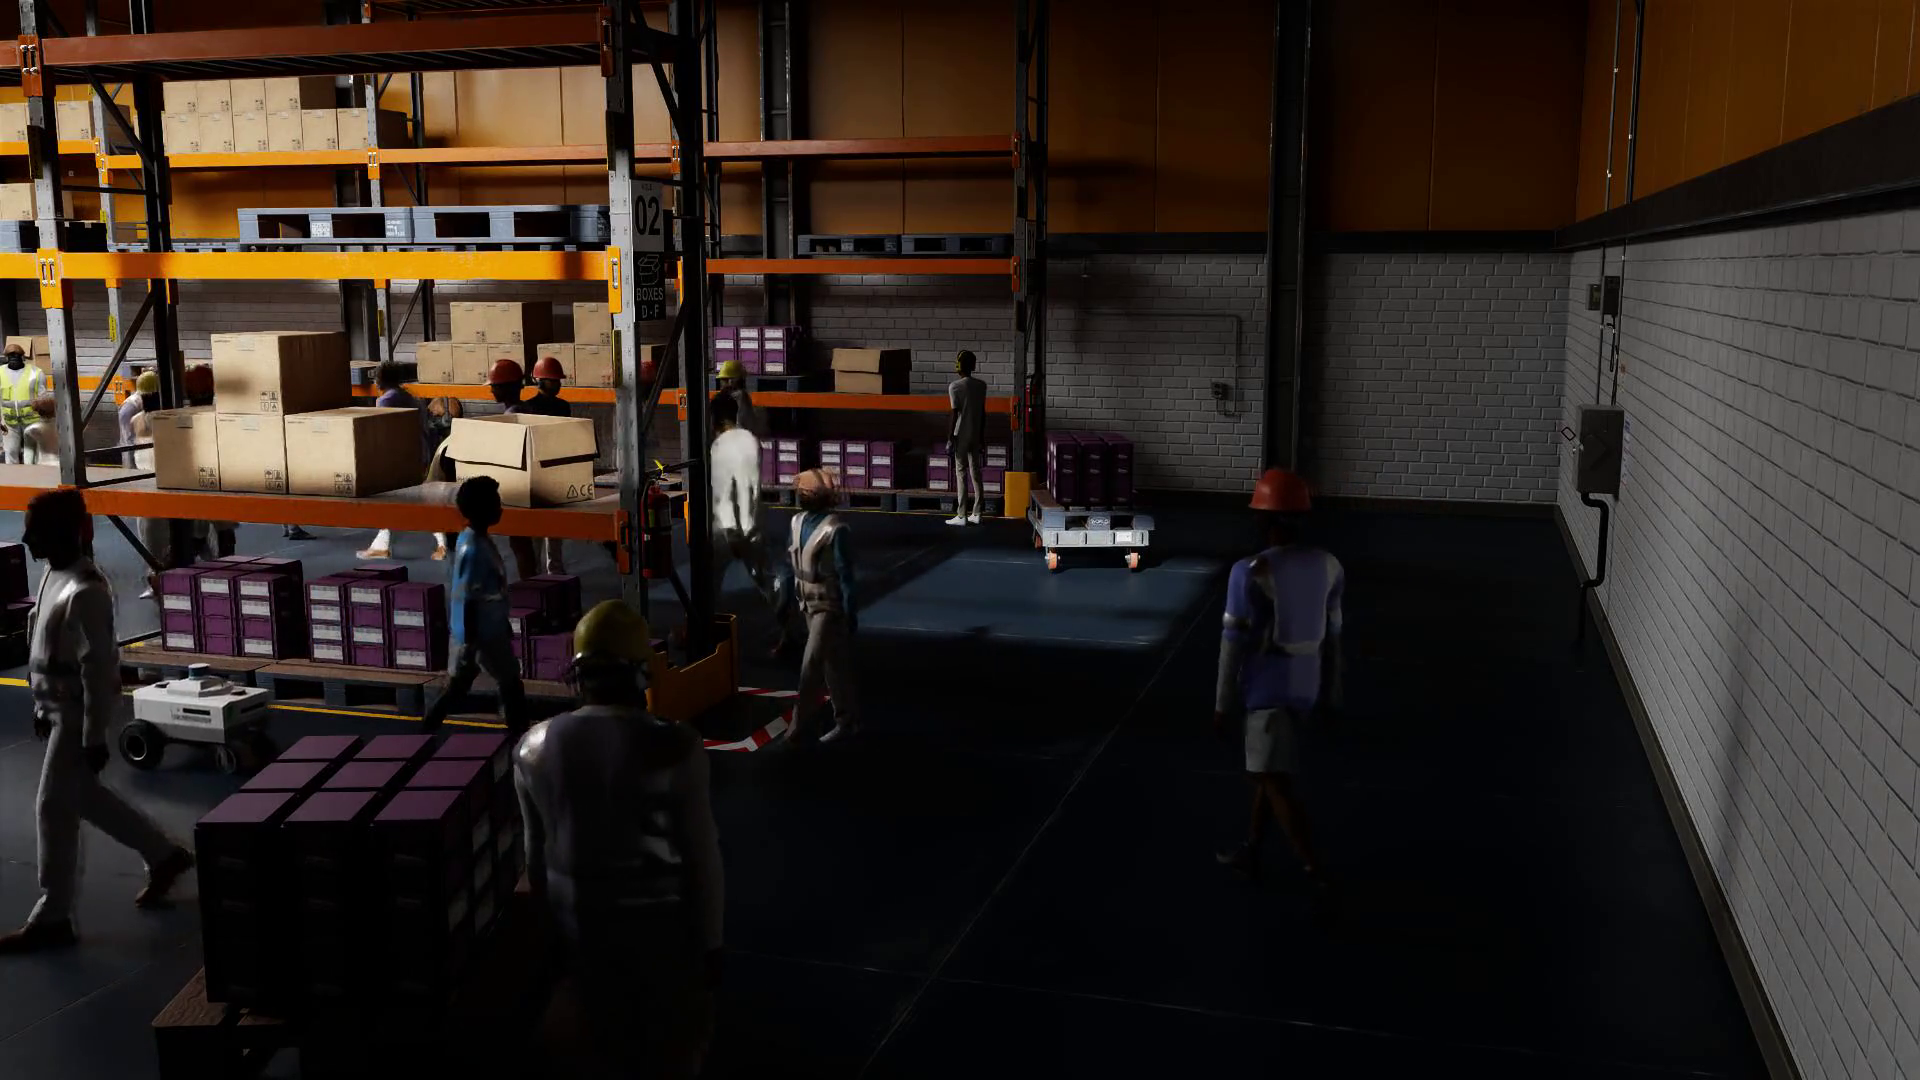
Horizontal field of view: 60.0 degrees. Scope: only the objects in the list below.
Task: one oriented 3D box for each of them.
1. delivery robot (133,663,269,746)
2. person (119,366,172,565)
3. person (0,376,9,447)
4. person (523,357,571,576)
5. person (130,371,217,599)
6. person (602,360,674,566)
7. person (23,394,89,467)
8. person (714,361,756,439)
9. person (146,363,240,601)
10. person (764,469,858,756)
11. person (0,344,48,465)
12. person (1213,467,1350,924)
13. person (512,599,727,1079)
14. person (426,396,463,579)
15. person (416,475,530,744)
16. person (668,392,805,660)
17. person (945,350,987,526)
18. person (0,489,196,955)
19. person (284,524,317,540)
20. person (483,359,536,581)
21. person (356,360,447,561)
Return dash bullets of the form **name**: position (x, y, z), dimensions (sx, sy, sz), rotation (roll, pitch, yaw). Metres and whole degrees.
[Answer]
- **delivery robot**: position (-4.179, 0.924, 9.166), dimensions (0.707, 0.478, 0.477), rotation (3, 10, 18)
- **person**: position (-7.404, -0.686, 15.368), dimensions (0.429, 1.839, 0.623), rotation (3, 10, 16)
- **person**: position (-11.319, -1.388, 19.340), dimensions (0.355, 1.938, 0.544), rotation (2, 10, 13)
- **person**: position (-3.465, -0.552, 14.067), dimensions (0.396, 1.992, 0.623), rotation (5, 10, 26)
- **person**: position (-6.670, -0.500, 14.082), dimensions (0.603, 1.892, 0.914), rotation (1, 9, 5)
- **person**: position (-2.905, -0.667, 15.039), dimensions (0.566, 1.918, 0.566), rotation (-2, 10, -13)
- **person**: position (-8.067, -0.504, 14.929), dimensions (0.560, 1.617, 0.556), rotation (8, 12, 41)
- **person**: position (-2.310, -0.884, 16.644), dimensions (0.566, 1.810, 0.618), rotation (-1, 9, -7)
- **person**: position (-6.003, -0.385, 13.030), dimensions (0.835, 2.016, 0.621), rotation (3, 10, 18)
- **person**: position (-0.874, 0.412, 9.380), dimensions (0.807, 1.605, 0.529), rotation (-7, 11, -35)
- **person**: position (-11.264, -1.433, 19.949), dimensions (0.624, 1.836, 0.430), rotation (-3, 10, -20)
- **person**: position (1.389, 0.645, 7.076), dimensions (0.555, 1.903, 0.944), rotation (-4, 10, -25)
- **person**: position (-0.945, 1.075, 4.709), dimensions (0.605, 1.810, 0.459), rotation (2, 10, 11)
- **person**: position (-3.615, -0.117, 11.930), dimensions (0.430, 1.835, 0.622), rotation (-2, 10, -14)
- **person**: position (-2.591, 0.475, 8.856), dimensions (0.877, 1.655, 0.532), rotation (-3, 10, -20)
- **person**: position (-1.552, -0.086, 11.607), dimensions (1.084, 1.886, 0.629), rotation (6, 11, 30)
- **person**: position (0.058, -1.085, 17.696), dimensions (0.520, 1.871, 0.326), rotation (-8, 12, -41)
- **person**: position (-3.599, 0.706, 6.819), dimensions (0.780, 1.861, 0.594), rotation (-7, 11, -35)
- **person**: position (-6.701, -0.876, 16.778), dimensions (0.335, 1.760, 0.549), rotation (-5, 11, -30)
- **person**: position (-3.488, -0.394, 12.979), dimensions (0.388, 2.037, 0.612), rotation (-1, 9, -8)
- **person**: position (-5.162, -0.737, 15.528), dimensions (0.997, 1.898, 0.625), rotation (0, 9, -2)
